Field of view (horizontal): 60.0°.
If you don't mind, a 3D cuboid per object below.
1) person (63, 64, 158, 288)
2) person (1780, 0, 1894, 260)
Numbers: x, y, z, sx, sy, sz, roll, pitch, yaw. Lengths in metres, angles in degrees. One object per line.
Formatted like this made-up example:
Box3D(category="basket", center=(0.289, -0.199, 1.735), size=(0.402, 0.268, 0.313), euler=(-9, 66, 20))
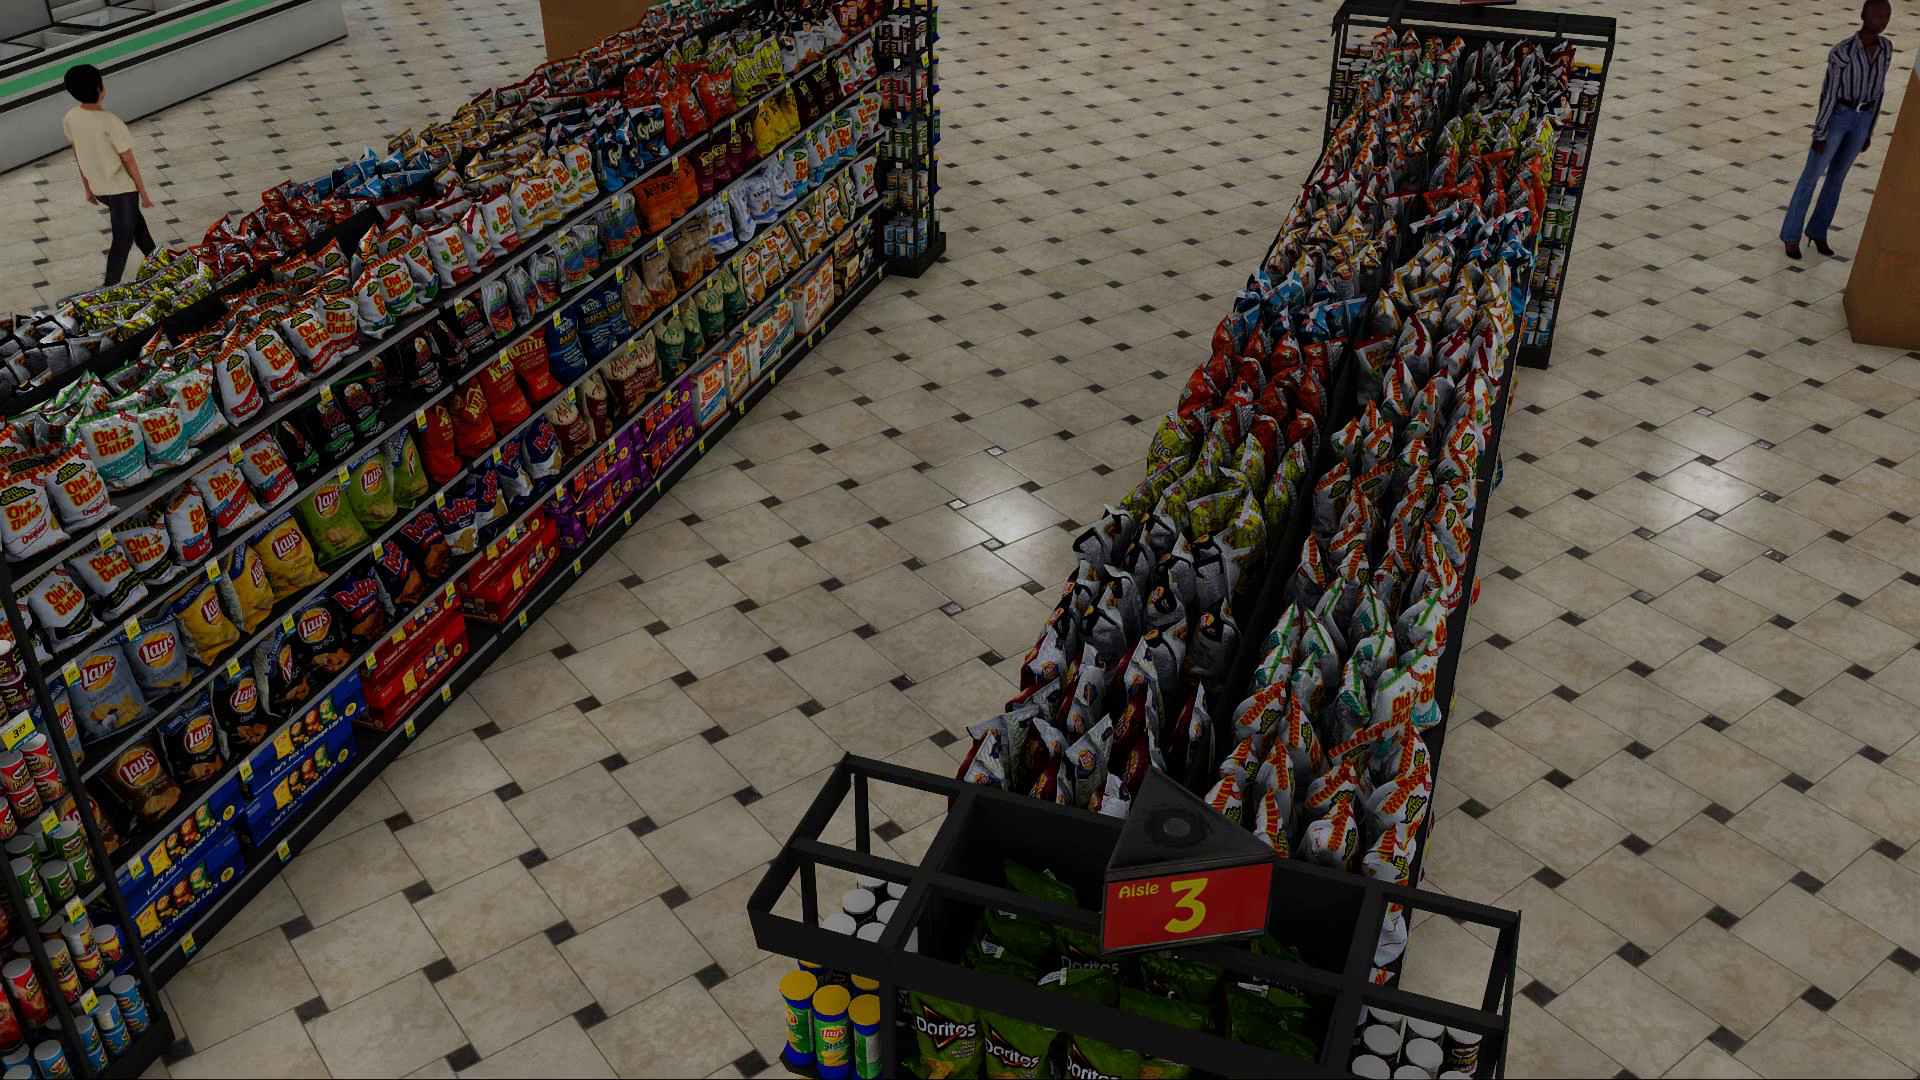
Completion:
Box3D(category="person", center=(-5.411, -2.183, 10.570), size=(0.594, 1.551, 0.990), euler=(11, 34, 17))
Box3D(category="person", center=(6.002, -2.804, 11.338), size=(0.706, 1.793, 0.735), euler=(-9, 33, -14))
